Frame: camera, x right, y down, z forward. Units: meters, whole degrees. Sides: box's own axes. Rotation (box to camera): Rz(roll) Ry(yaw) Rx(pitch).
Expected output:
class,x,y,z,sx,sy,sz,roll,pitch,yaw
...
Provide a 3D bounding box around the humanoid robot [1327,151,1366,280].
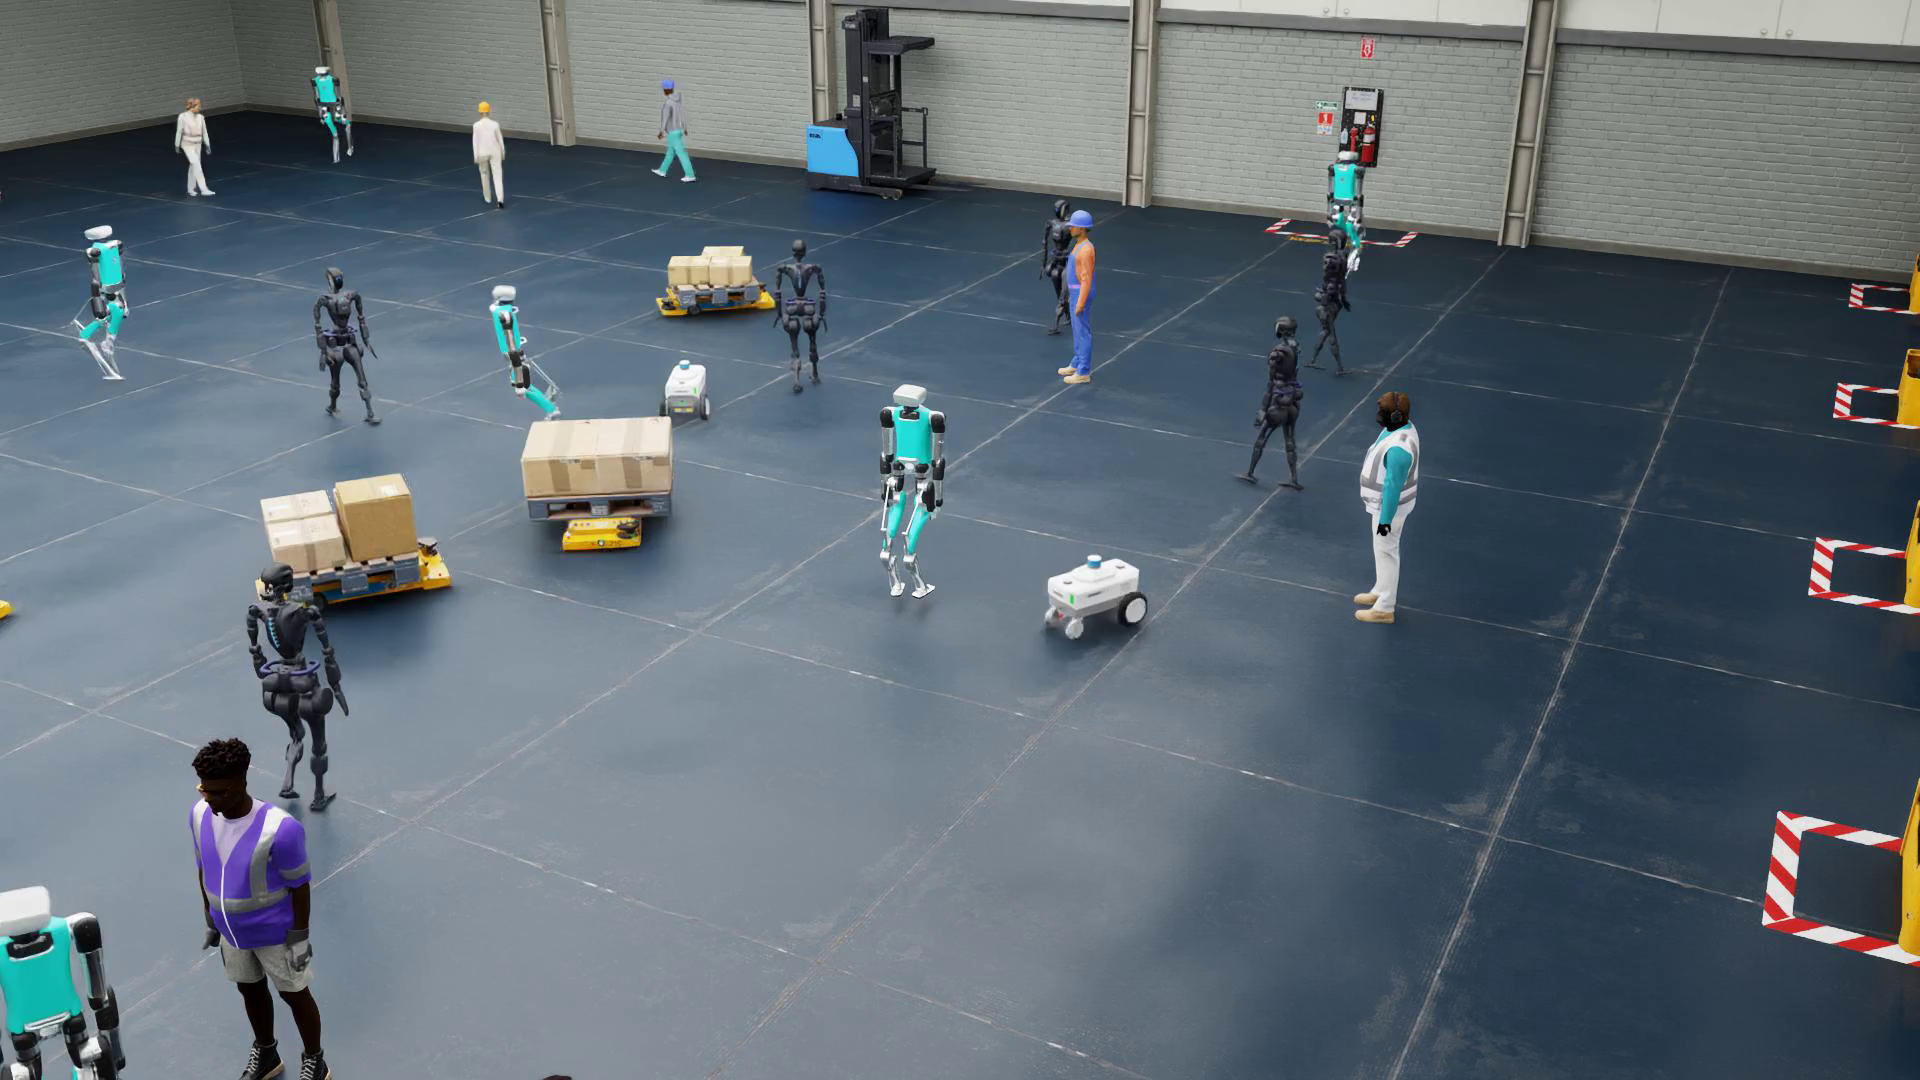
class,x,y,z,sx,sy,sz,roll,pitch,yaw
humanoid robot,5.380,-4.446,22.705,0.556,1.797,0.929,19,30,37

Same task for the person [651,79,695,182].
class,x,y,z,sx,sy,sz,roll,pitch,yaw
person,-5.016,-7.083,28.801,0.926,1.715,0.558,7,24,16

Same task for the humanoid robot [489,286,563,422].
class,x,y,z,sx,sy,sz,roll,pitch,yaw
humanoid robot,-4.087,-1.586,16.004,0.729,1.787,0.554,-9,25,-20

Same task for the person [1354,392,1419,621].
class,x,y,z,sx,sy,sz,roll,pitch,yaw
person,3.279,-0.263,12.802,0.431,1.836,0.617,6,24,13

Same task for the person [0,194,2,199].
class,x,y,z,sx,sy,sz,roll,pitch,yaw
person,-15.774,-6.175,26.498,0.685,1.884,0.433,8,24,17

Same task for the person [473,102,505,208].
class,x,y,z,sx,sy,sz,roll,pitch,yaw
person,-7.620,-6.239,26.926,0.493,1.660,0.847,-7,24,-16

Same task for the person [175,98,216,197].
class,x,y,z,sx,sy,sz,roll,pitch,yaw
person,-12.702,-6.516,27.644,0.709,1.592,0.572,7,24,16

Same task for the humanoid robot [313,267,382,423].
class,x,y,z,sx,sy,sz,roll,pitch,yaw
humanoid robot,-6.346,-2.005,17.100,0.768,1.630,0.600,20,30,38

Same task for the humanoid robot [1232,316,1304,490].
class,x,y,z,sx,sy,sz,roll,pitch,yaw
humanoid robot,2.914,-1.281,15.372,0.656,1.638,0.601,17,29,35

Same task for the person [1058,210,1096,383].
class,x,y,z,sx,sy,sz,roll,pitch,yaw
person,1.312,-2.683,18.332,0.362,1.910,0.514,-3,23,-6

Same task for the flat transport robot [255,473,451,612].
class,x,y,z,sx,sy,sz,roll,pitch,yaw
flat transport robot,-4.942,0.281,13.508,1.431,0.231,0.659,-11,26,-24

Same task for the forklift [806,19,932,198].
class,x,y,z,sx,sy,sz,roll,pitch,yaw
forklift,-1.573,-7.292,27.850,1.873,2.768,1.129,12,26,25

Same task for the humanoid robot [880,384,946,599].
class,x,y,z,sx,sy,sz,roll,pitch,yaw
humanoid robot,-0.440,-0.315,12.866,0.533,1.677,0.735,8,24,18

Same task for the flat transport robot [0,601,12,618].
class,x,y,z,sx,sy,sz,roll,pitch,yaw
flat transport robot,-7.990,0.708,12.515,0.659,0.231,1.431,8,25,19

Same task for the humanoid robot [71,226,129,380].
class,x,y,z,sx,sy,sz,roll,pitch,yaw
humanoid robot,-9.480,-2.504,18.278,0.705,1.899,0.543,3,23,7

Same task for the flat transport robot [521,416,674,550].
class,x,y,z,sx,sy,sz,roll,pitch,yaw
flat transport robot,-3.166,-0.276,14.806,0.659,0.231,1.431,-3,23,-7

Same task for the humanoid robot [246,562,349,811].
class,x,y,z,sx,sy,sz,roll,pitch,yaw
humanoid robot,-4.089,0.912,10.252,0.584,1.643,0.386,3,23,8

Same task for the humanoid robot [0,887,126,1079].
class,x,y,z,sx,sy,sz,roll,pitch,yaw
humanoid robot,-3.647,2.381,6.846,0.549,1.849,0.862,-16,28,-32

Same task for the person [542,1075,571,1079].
class,x,y,z,sx,sy,sz,roll,pitch,yaw
person,-1.358,2.668,5.860,0.384,1.921,0.595,14,27,29

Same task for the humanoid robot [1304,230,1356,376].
class,x,y,z,sx,sy,sz,roll,pitch,yaw
humanoid robot,4.219,-2.656,18.589,0.694,1.637,0.595,16,28,33

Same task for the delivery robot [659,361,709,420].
class,x,y,z,sx,sy,sz,roll,pitch,yaw
delivery robot,-2.879,-1.566,17.462,0.499,0.608,0.786,0,23,-1

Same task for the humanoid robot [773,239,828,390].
class,x,y,z,sx,sy,sz,roll,pitch,yaw
humanoid robot,-1.741,-2.451,18.140,0.601,1.653,0.618,-2,23,-4

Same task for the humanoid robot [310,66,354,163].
class,x,y,z,sx,sy,sz,roll,pitch,yaw
humanoid robot,-11.505,-7.892,30.743,0.530,1.773,1.011,1,23,2

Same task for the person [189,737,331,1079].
class,x,y,z,sx,sy,sz,roll,pitch,yaw
person,-3.308,1.803,7.818,0.601,1.965,0.368,7,24,16

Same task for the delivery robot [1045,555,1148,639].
class,x,y,z,sx,sy,sz,roll,pitch,yaw
delivery robot,1.037,0.397,12.845,0.756,0.571,0.499,-15,28,-31

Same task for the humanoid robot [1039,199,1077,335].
class,x,y,z,sx,sy,sz,roll,pitch,yaw
humanoid robot,1.238,-3.331,20.199,0.613,1.622,0.794,17,28,34

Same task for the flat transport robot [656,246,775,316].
class,x,y,z,sx,sy,sz,roll,pitch,yaw
flat transport robot,-3.147,-3.093,21.363,1.431,0.231,0.659,-7,24,-16
